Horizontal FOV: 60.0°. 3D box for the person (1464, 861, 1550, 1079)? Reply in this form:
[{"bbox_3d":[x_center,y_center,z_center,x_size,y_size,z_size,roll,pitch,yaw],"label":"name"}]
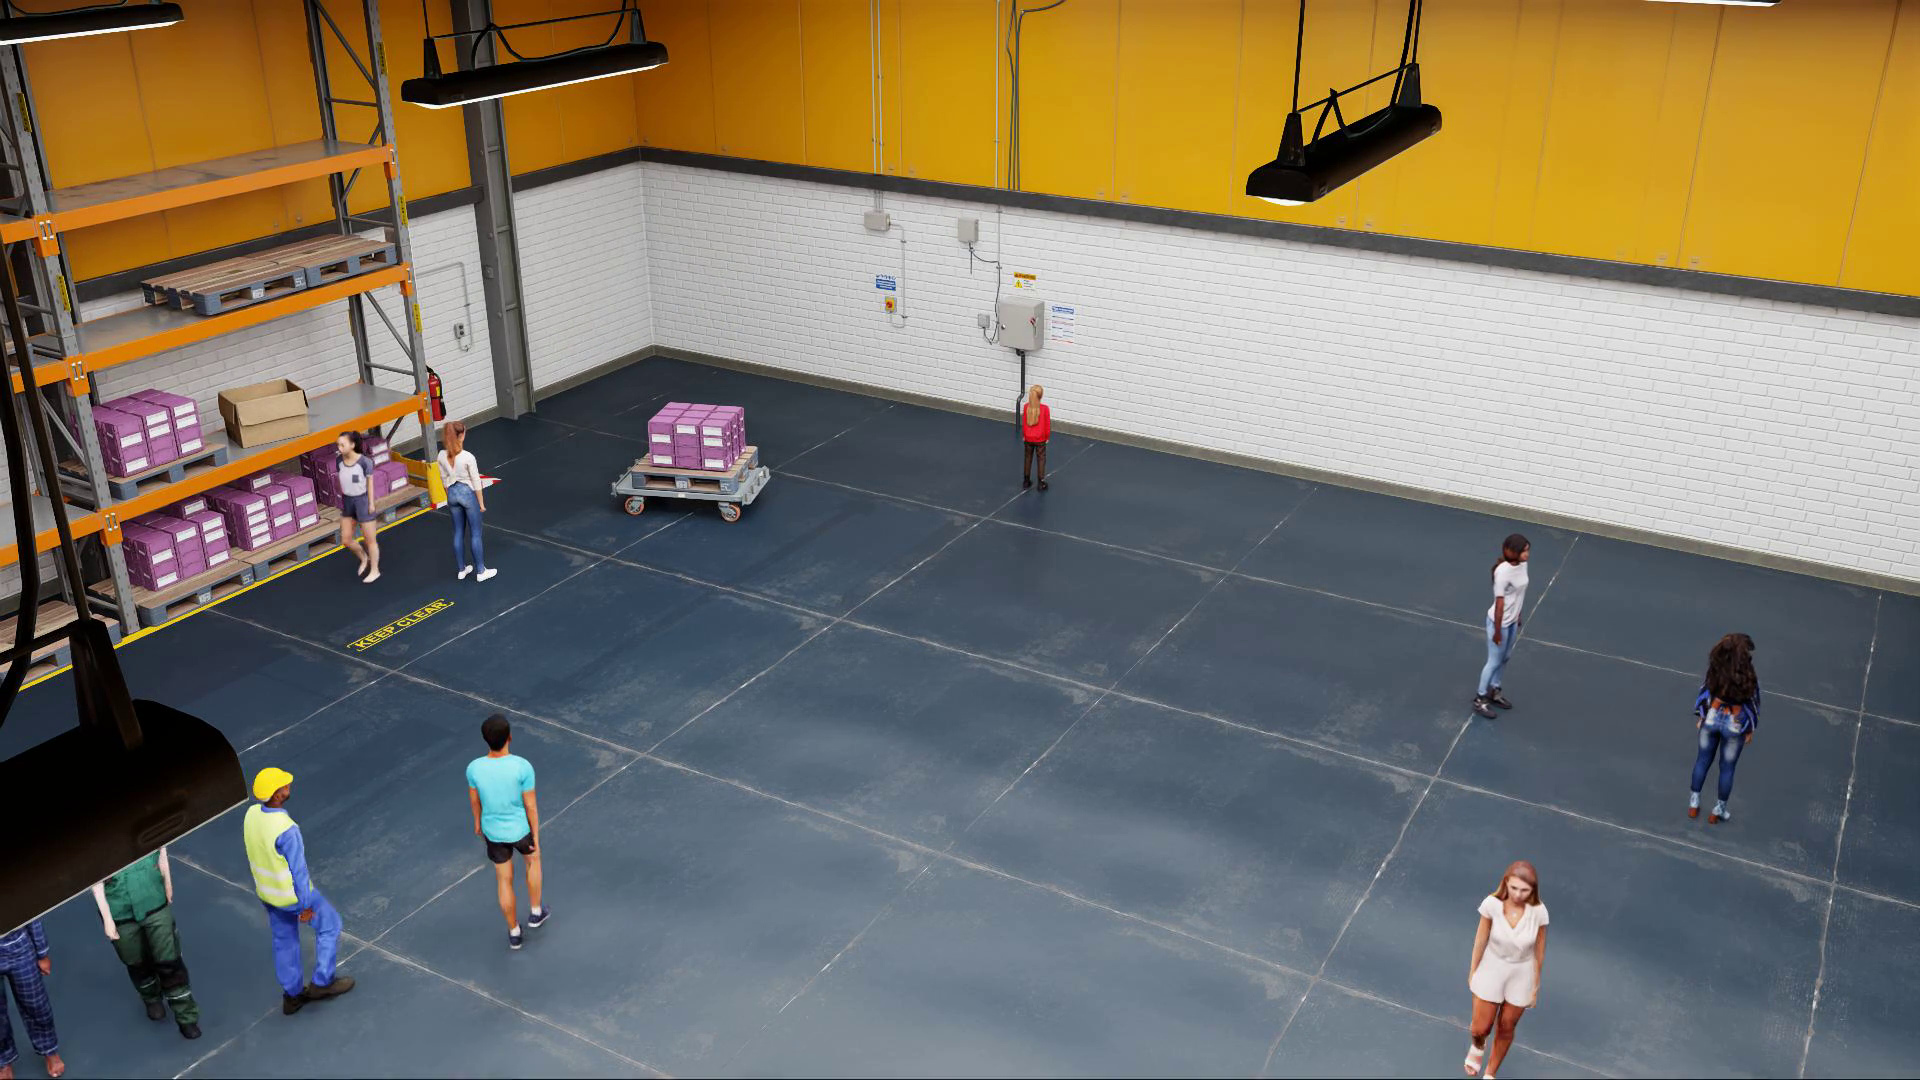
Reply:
[{"bbox_3d":[3.363,2.641,10.220,0.641,1.687,0.696,7,24,15],"label":"person"}]

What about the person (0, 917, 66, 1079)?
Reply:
[{"bbox_3d":[-5.924,2.553,10.258,0.711,1.817,0.815,-13,27,-27],"label":"person"}]

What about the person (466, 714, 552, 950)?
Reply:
[{"bbox_3d":[-3.129,2.058,11.461,0.783,1.760,0.834,-3,24,-6],"label":"person"}]

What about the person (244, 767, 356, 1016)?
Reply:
[{"bbox_3d":[-4.450,2.314,10.823,0.656,1.802,0.652,12,27,26],"label":"person"}]

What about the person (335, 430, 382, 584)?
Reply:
[{"bbox_3d":[-6.147,-0.367,17.158,0.659,1.640,0.667,7,24,15],"label":"person"}]

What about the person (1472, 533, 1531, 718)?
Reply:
[{"bbox_3d":[4.758,0.722,14.570,0.543,1.719,0.689,-22,32,-40],"label":"person"}]

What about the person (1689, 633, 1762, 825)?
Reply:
[{"bbox_3d":[5.973,1.458,13.007,0.664,1.621,0.621,20,31,39],"label":"person"}]

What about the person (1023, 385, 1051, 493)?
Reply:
[{"bbox_3d":[0.882,-1.207,19.529,0.524,1.282,0.543,7,25,16],"label":"person"}]

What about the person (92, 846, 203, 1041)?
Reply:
[{"bbox_3d":[-5.346,2.344,10.743,1.001,1.811,0.937,-16,28,-33],"label":"person"}]

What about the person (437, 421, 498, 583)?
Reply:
[{"bbox_3d":[-5.118,-0.409,17.139,0.648,1.733,0.590,8,25,17],"label":"person"}]
